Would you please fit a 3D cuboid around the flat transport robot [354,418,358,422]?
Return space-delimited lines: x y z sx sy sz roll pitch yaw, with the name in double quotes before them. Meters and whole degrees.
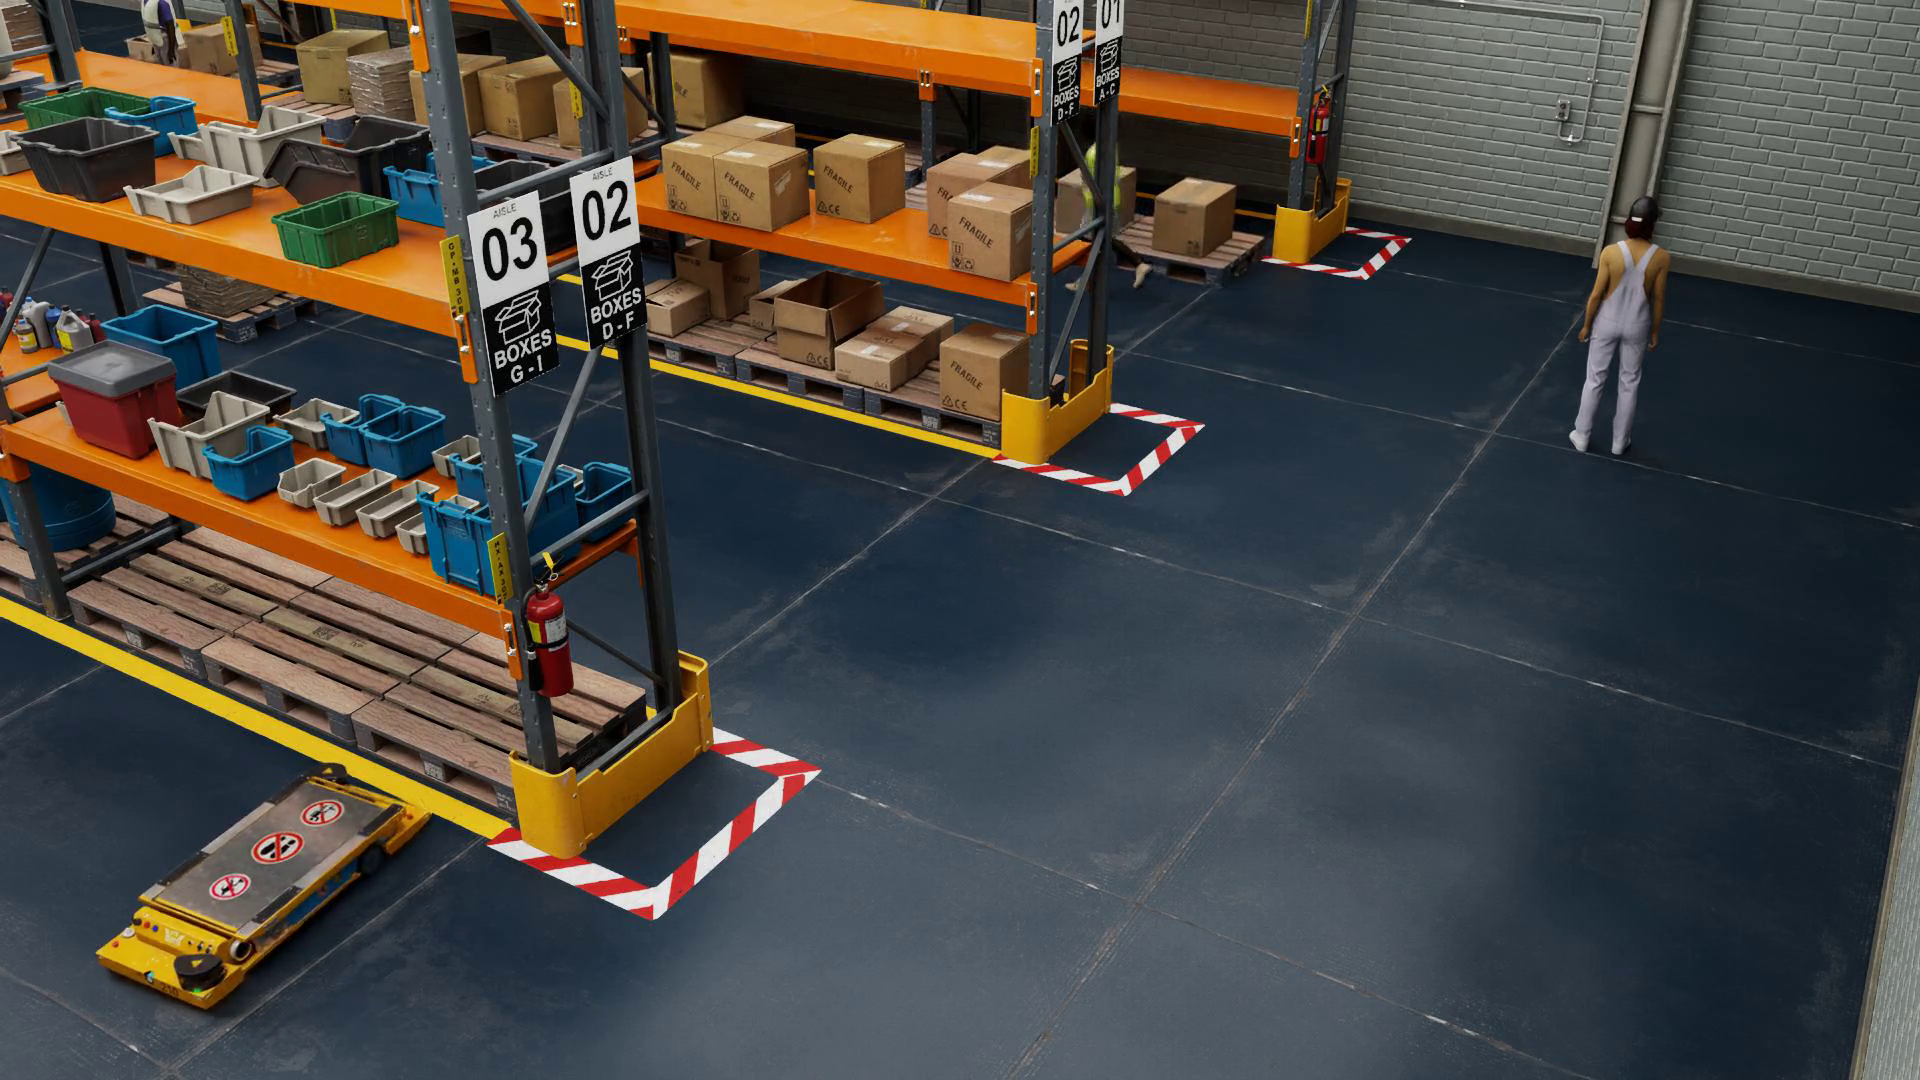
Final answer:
"flat transport robot" -4.120 -0.503 11.537 1.431 0.231 0.659 19 34 30

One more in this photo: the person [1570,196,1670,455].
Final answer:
"person" 4.653 -1.511 11.710 0.517 1.860 0.384 8 30 15

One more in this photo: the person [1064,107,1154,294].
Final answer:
"person" 1.315 -2.911 14.435 0.707 1.656 0.535 11 31 19

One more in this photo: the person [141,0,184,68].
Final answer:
"person" -9.225 -5.733 19.301 0.381 1.844 0.569 -24 37 -36

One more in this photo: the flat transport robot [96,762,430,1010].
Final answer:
"flat transport robot" -3.233 1.577 7.803 0.659 0.231 1.431 13 32 22
